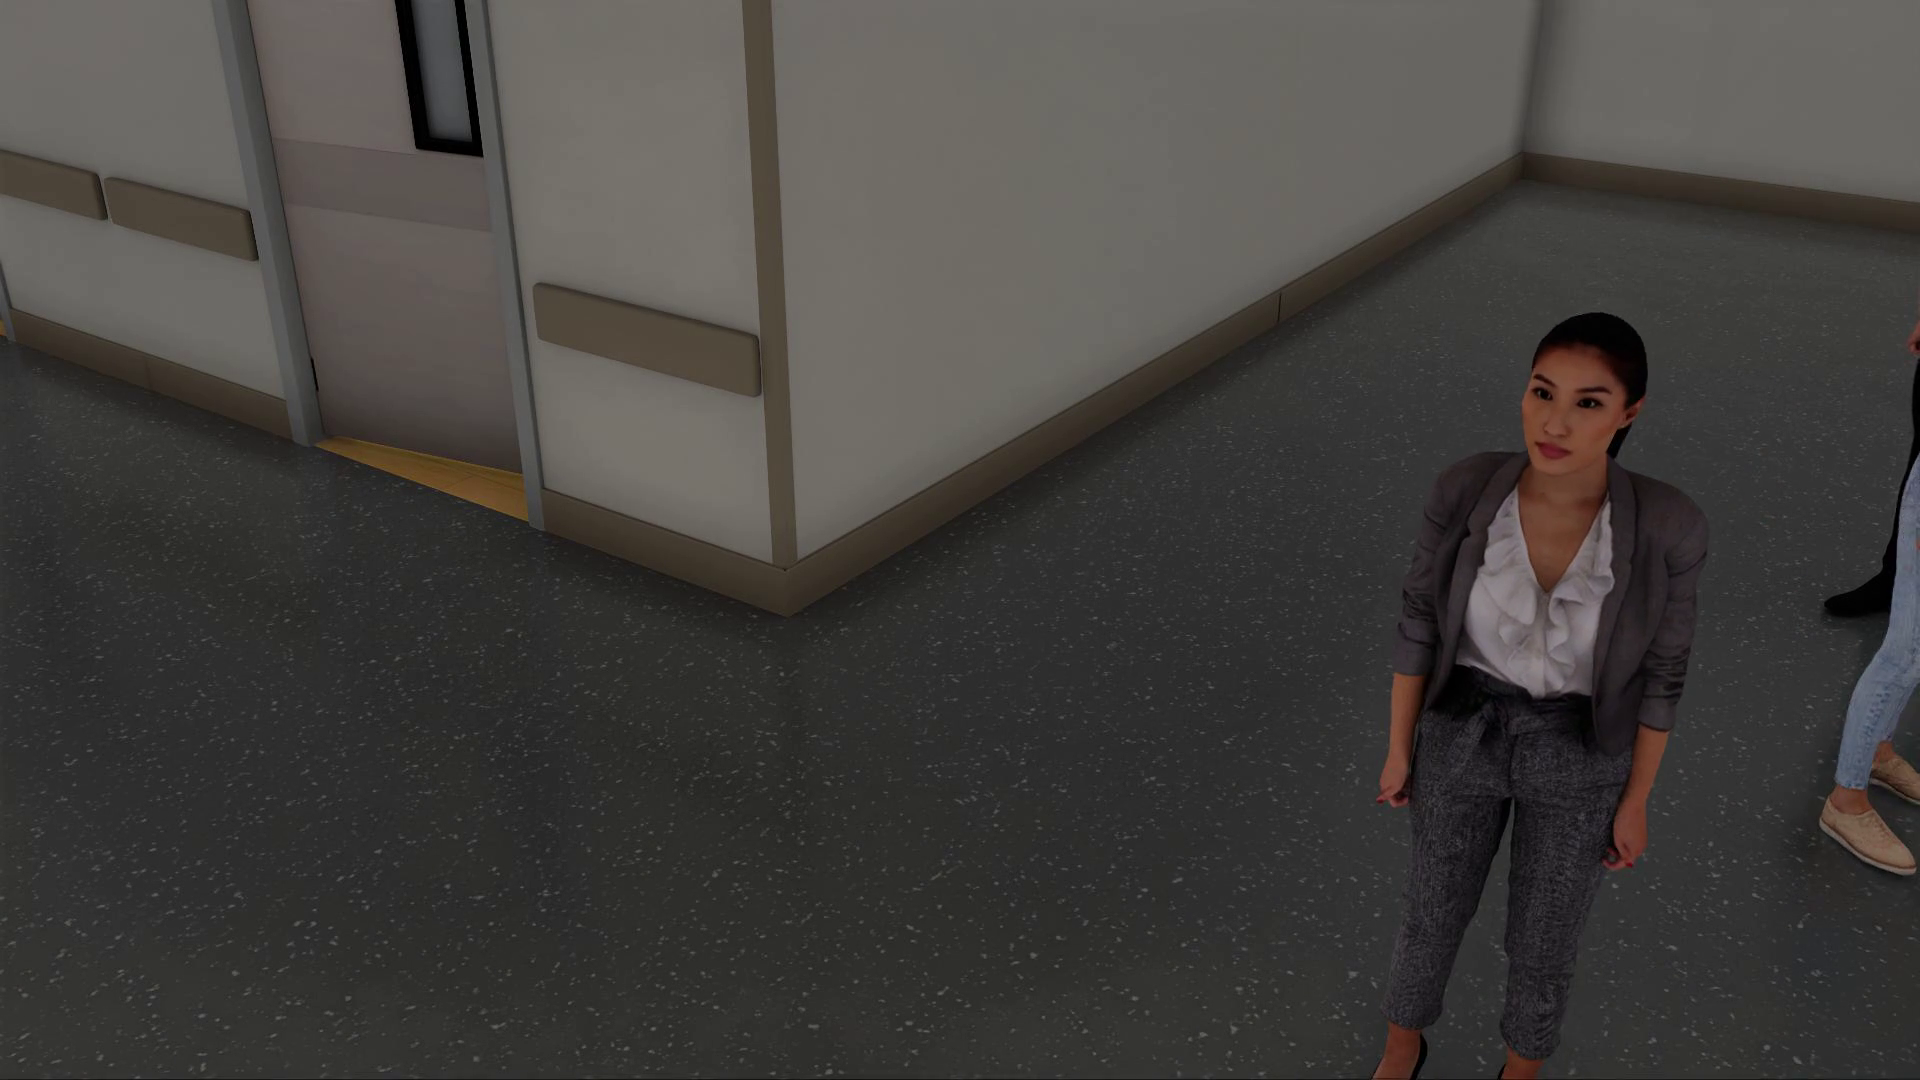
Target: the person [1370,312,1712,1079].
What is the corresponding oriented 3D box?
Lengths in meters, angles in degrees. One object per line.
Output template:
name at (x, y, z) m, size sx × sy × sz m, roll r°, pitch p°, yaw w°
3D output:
person at (0.979, 0.401, 2.904) m, size 0.650 × 1.677 × 0.612 m, roll 13°, pitch 28°, yaw 24°
